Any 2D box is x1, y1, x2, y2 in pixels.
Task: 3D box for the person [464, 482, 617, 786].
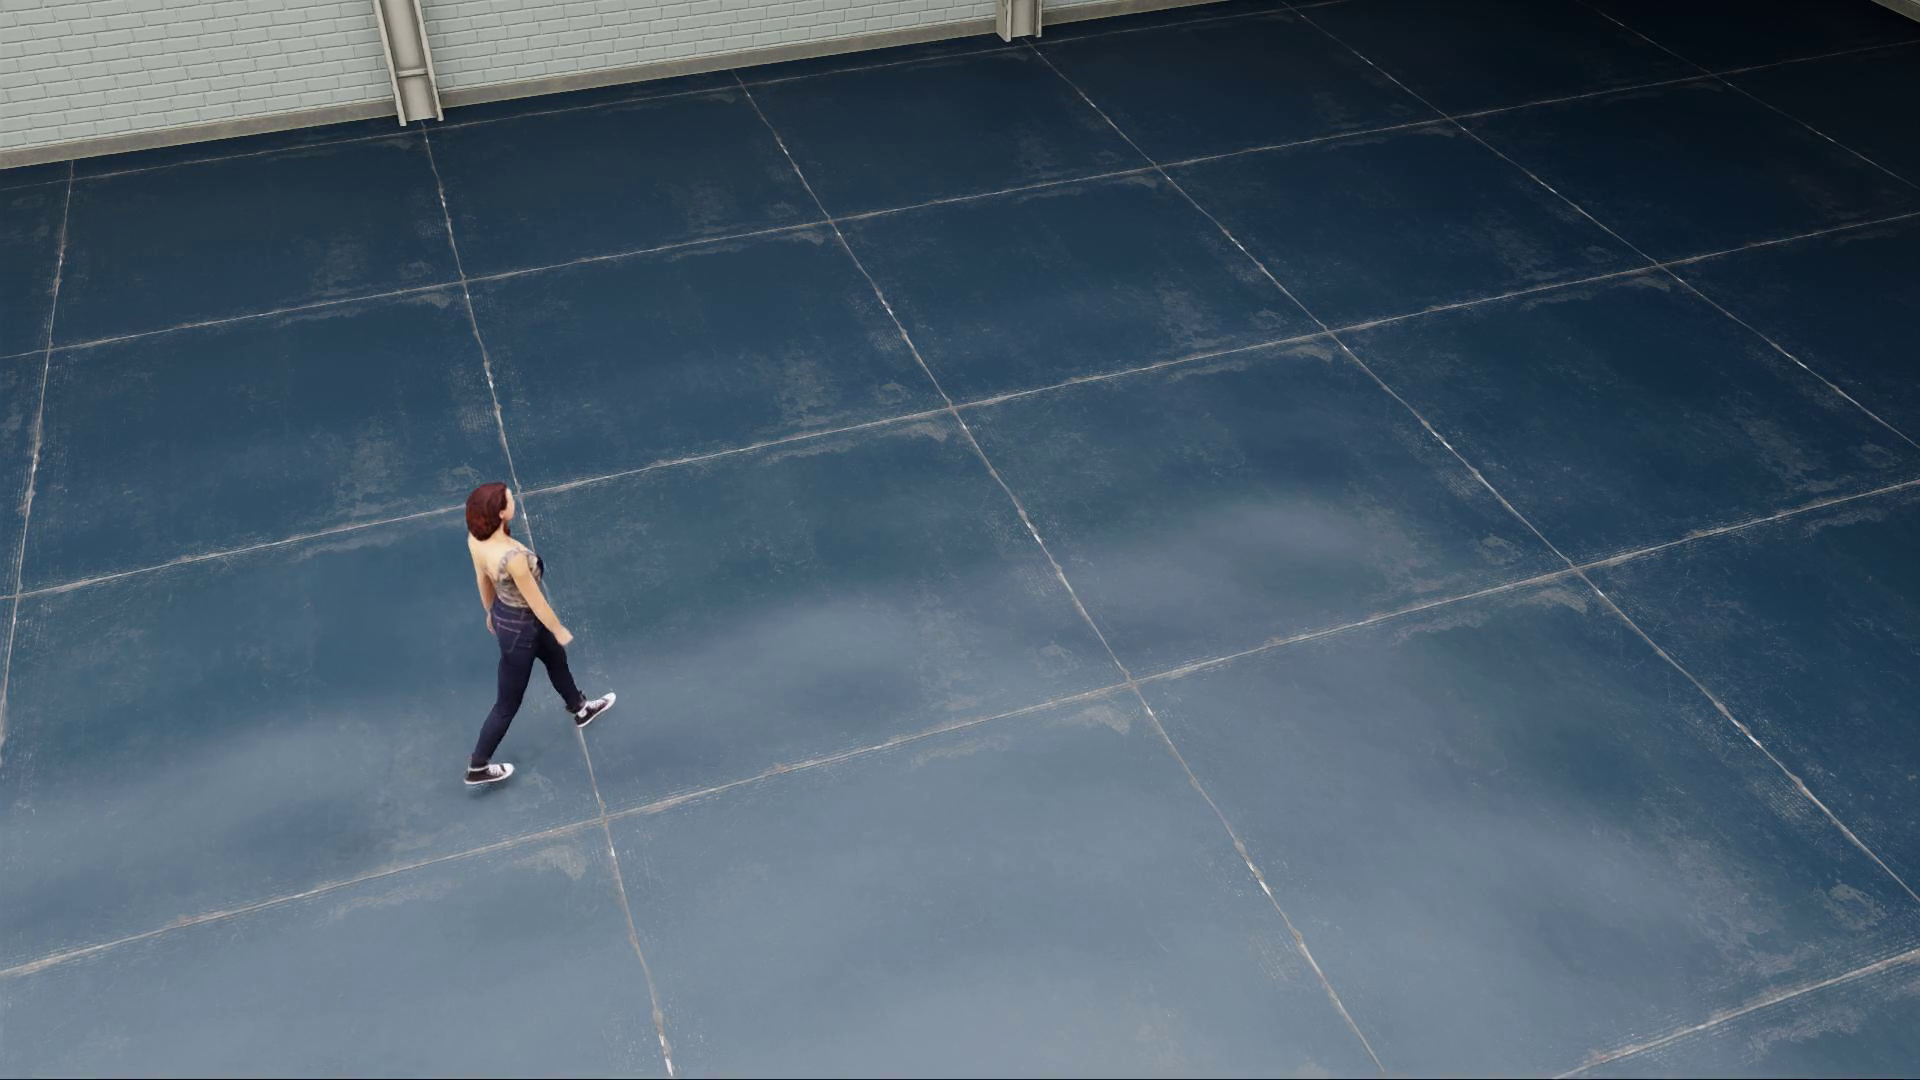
[{"bbox_3d":[-2.300,0.526,8.389,1.257,1.726,0.922,-29,47,-32],"label":"person"}]
